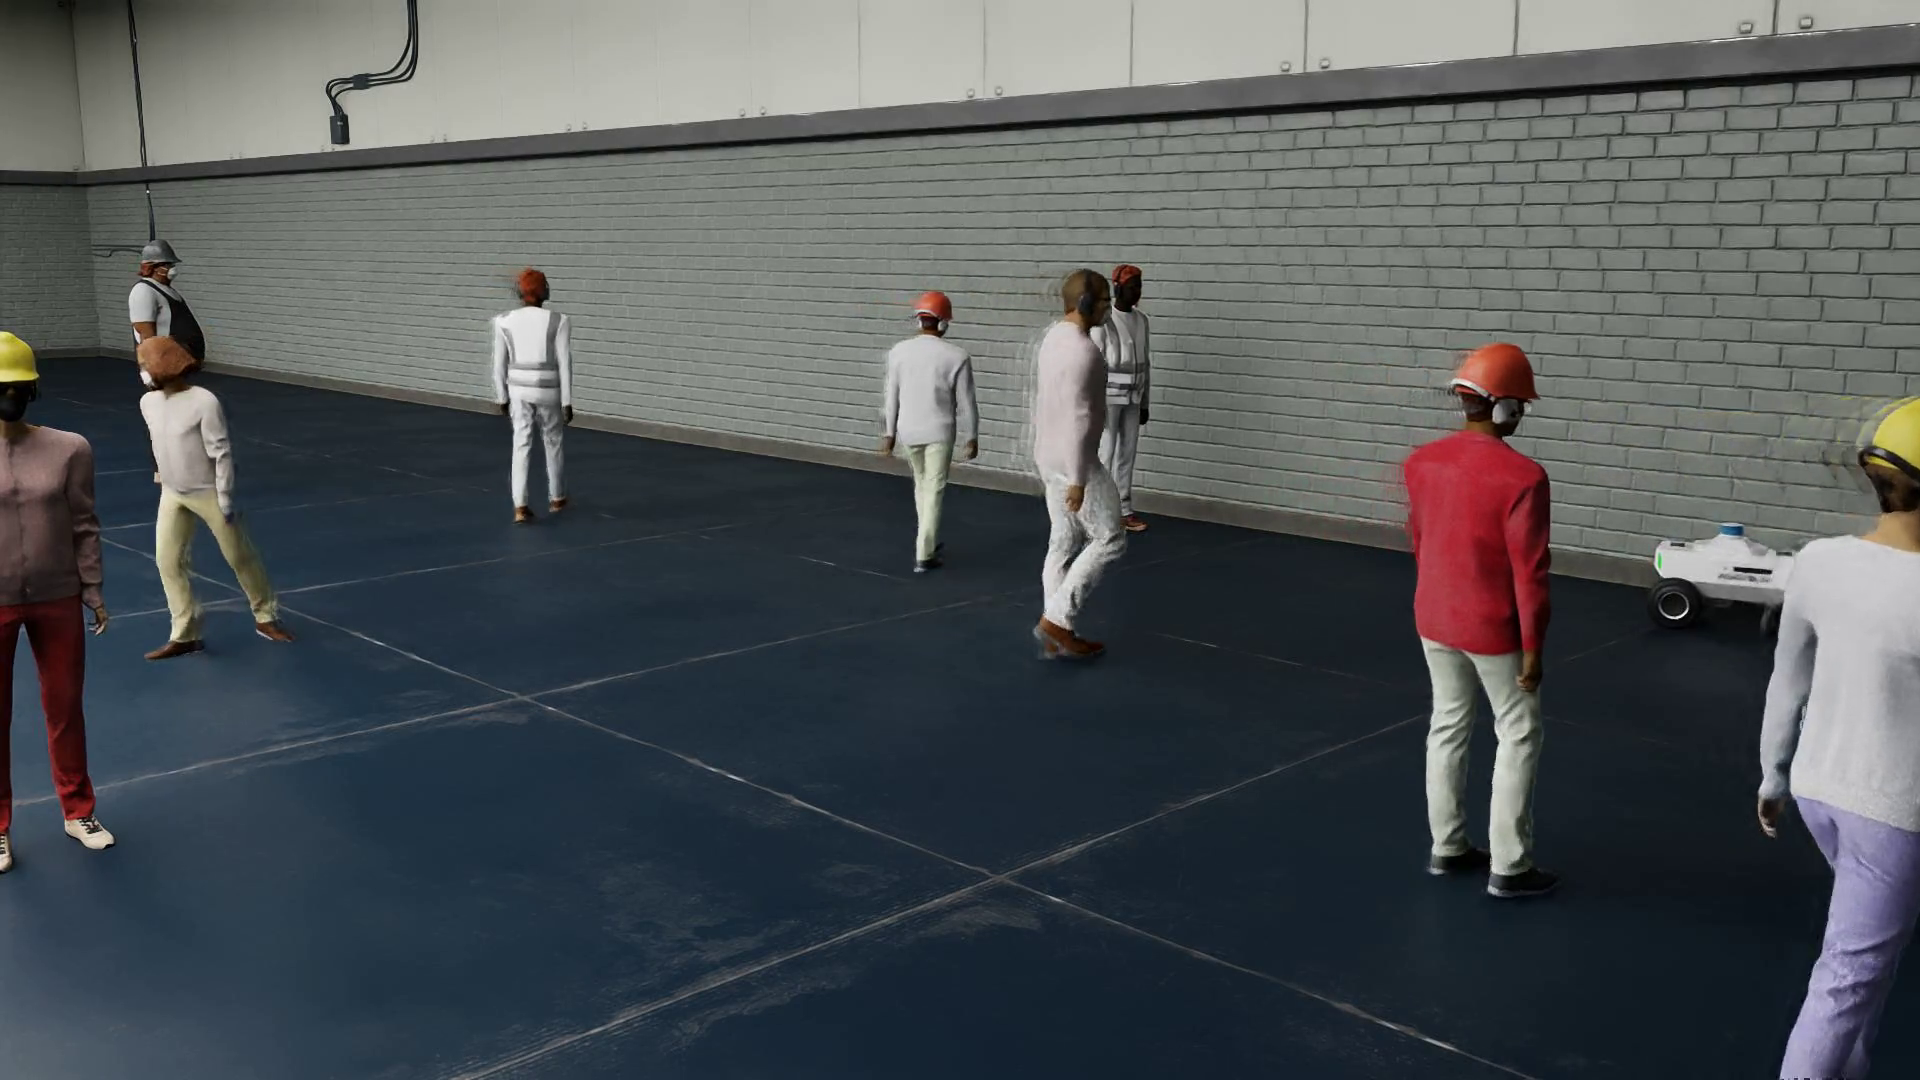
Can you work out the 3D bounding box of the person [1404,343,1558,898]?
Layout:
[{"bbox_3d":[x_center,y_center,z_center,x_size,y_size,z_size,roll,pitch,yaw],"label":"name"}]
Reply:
[{"bbox_3d":[1.661,0.250,5.285,0.392,1.745,0.586,-6,12,-31],"label":"person"}]

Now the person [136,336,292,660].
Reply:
[{"bbox_3d":[-3.751,-0.221,8.290,0.554,1.597,0.610,3,11,17],"label":"person"}]

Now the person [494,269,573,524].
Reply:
[{"bbox_3d":[-3.118,-1.055,12.172,0.593,1.838,0.976,0,10,0],"label":"person"}]

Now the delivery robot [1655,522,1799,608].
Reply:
[{"bbox_3d":[4.078,0.151,8.819,0.707,0.478,0.477,6,12,28],"label":"delivery robot"}]

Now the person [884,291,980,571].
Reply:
[{"bbox_3d":[-0.140,-0.695,10.501,0.588,1.718,0.786,5,11,24],"label":"person"}]

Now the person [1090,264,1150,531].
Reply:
[{"bbox_3d":[1.117,-0.971,11.600,0.569,1.878,0.350,-9,14,-40],"label":"person"}]

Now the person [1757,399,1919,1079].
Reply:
[{"bbox_3d":[2.023,0.563,3.559,0.598,1.741,0.541,-2,11,-12],"label":"person"}]

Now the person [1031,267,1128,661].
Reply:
[{"bbox_3d":[0.582,-0.348,8.056,0.434,1.919,0.634,-2,11,-13],"label":"person"}]

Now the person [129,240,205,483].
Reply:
[{"bbox_3d":[-6.681,-1.514,14.098,0.535,2.000,0.674,-2,11,-9],"label":"person"}]

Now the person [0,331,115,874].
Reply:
[{"bbox_3d":[-3.100,0.200,5.499,0.525,1.771,0.305,-10,14,-43],"label":"person"}]
